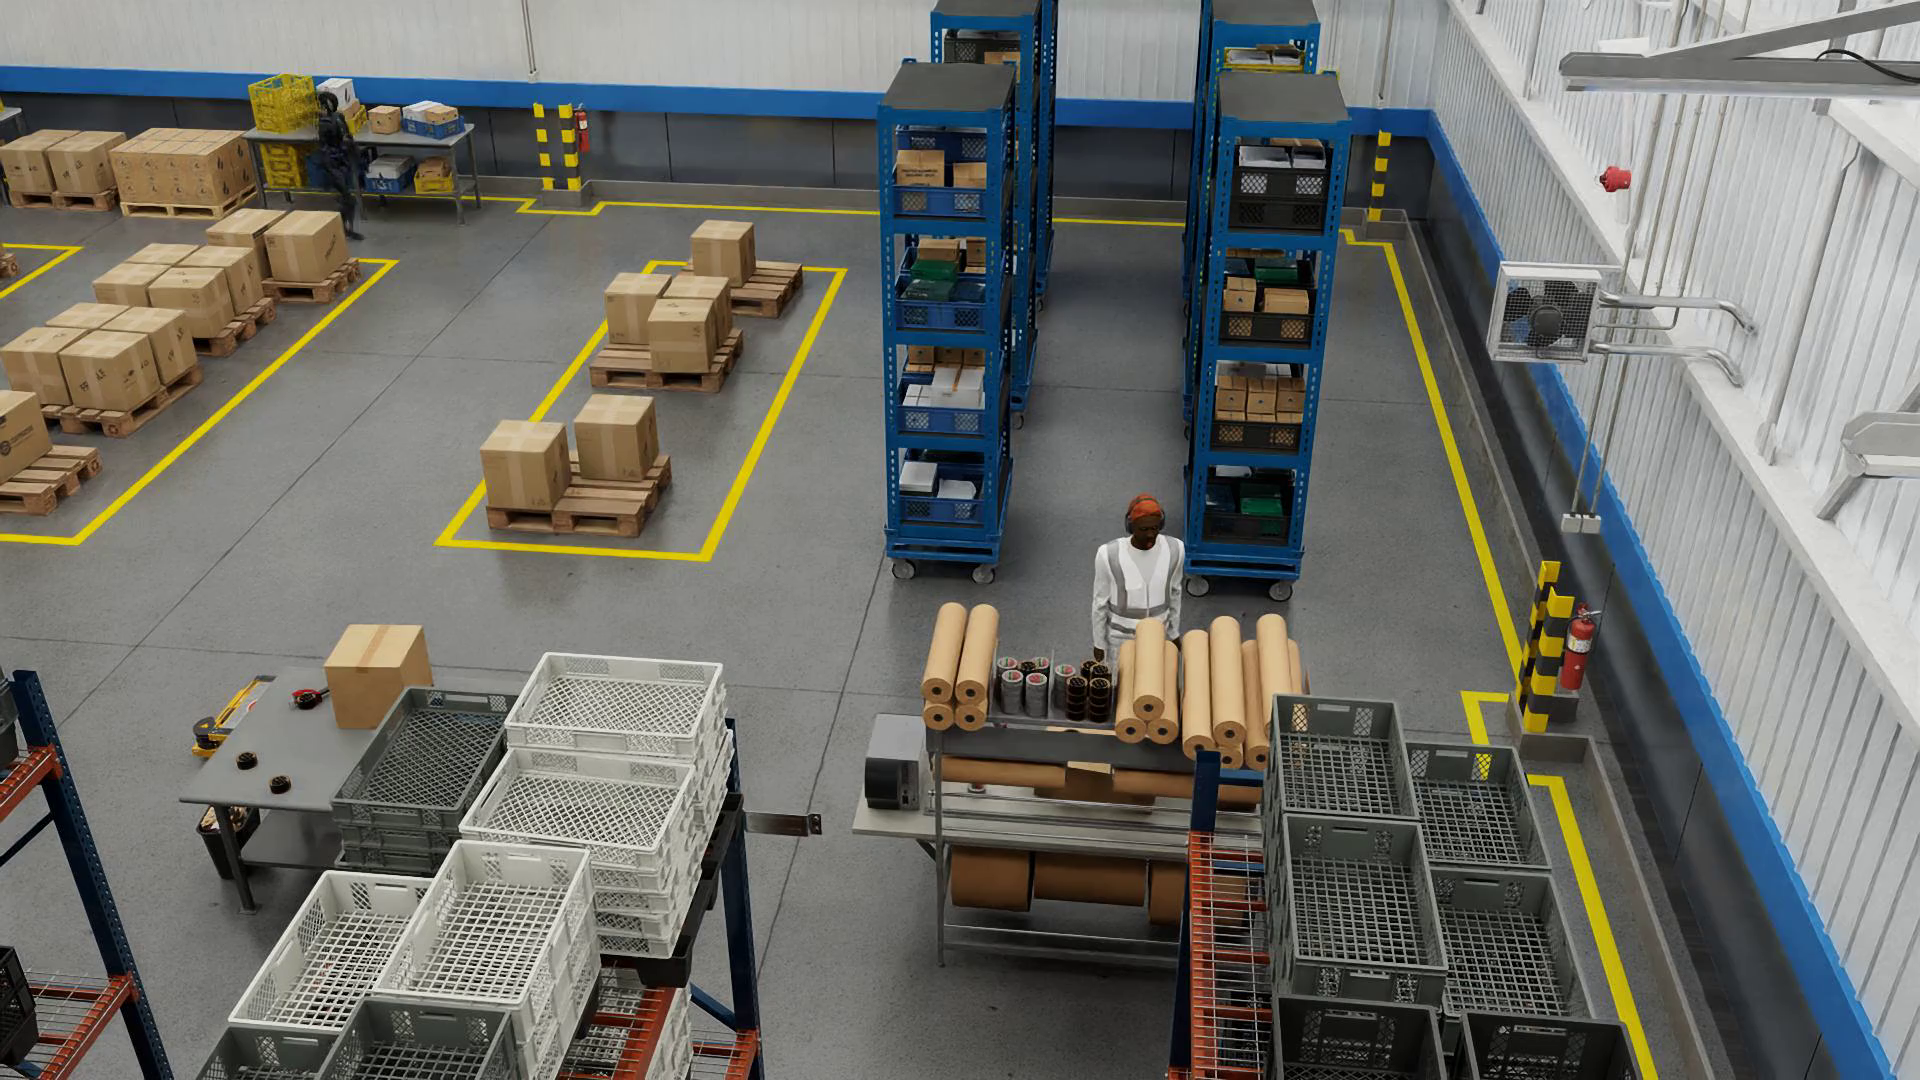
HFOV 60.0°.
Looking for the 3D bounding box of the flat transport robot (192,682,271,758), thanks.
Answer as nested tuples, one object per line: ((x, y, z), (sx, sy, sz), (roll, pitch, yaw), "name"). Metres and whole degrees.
((-4.089, 1.163, 10.648), (1.431, 0.197, 0.652), (3, 30, 6), "flat transport robot")

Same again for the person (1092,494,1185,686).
((1.070, 0.573, 10.086), (0.571, 1.882, 0.356), (-8, 31, -14), "person")

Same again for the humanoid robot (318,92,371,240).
((-6.832, -4.138, 18.392), (0.521, 1.642, 0.577), (3, 30, 5), "humanoid robot")
